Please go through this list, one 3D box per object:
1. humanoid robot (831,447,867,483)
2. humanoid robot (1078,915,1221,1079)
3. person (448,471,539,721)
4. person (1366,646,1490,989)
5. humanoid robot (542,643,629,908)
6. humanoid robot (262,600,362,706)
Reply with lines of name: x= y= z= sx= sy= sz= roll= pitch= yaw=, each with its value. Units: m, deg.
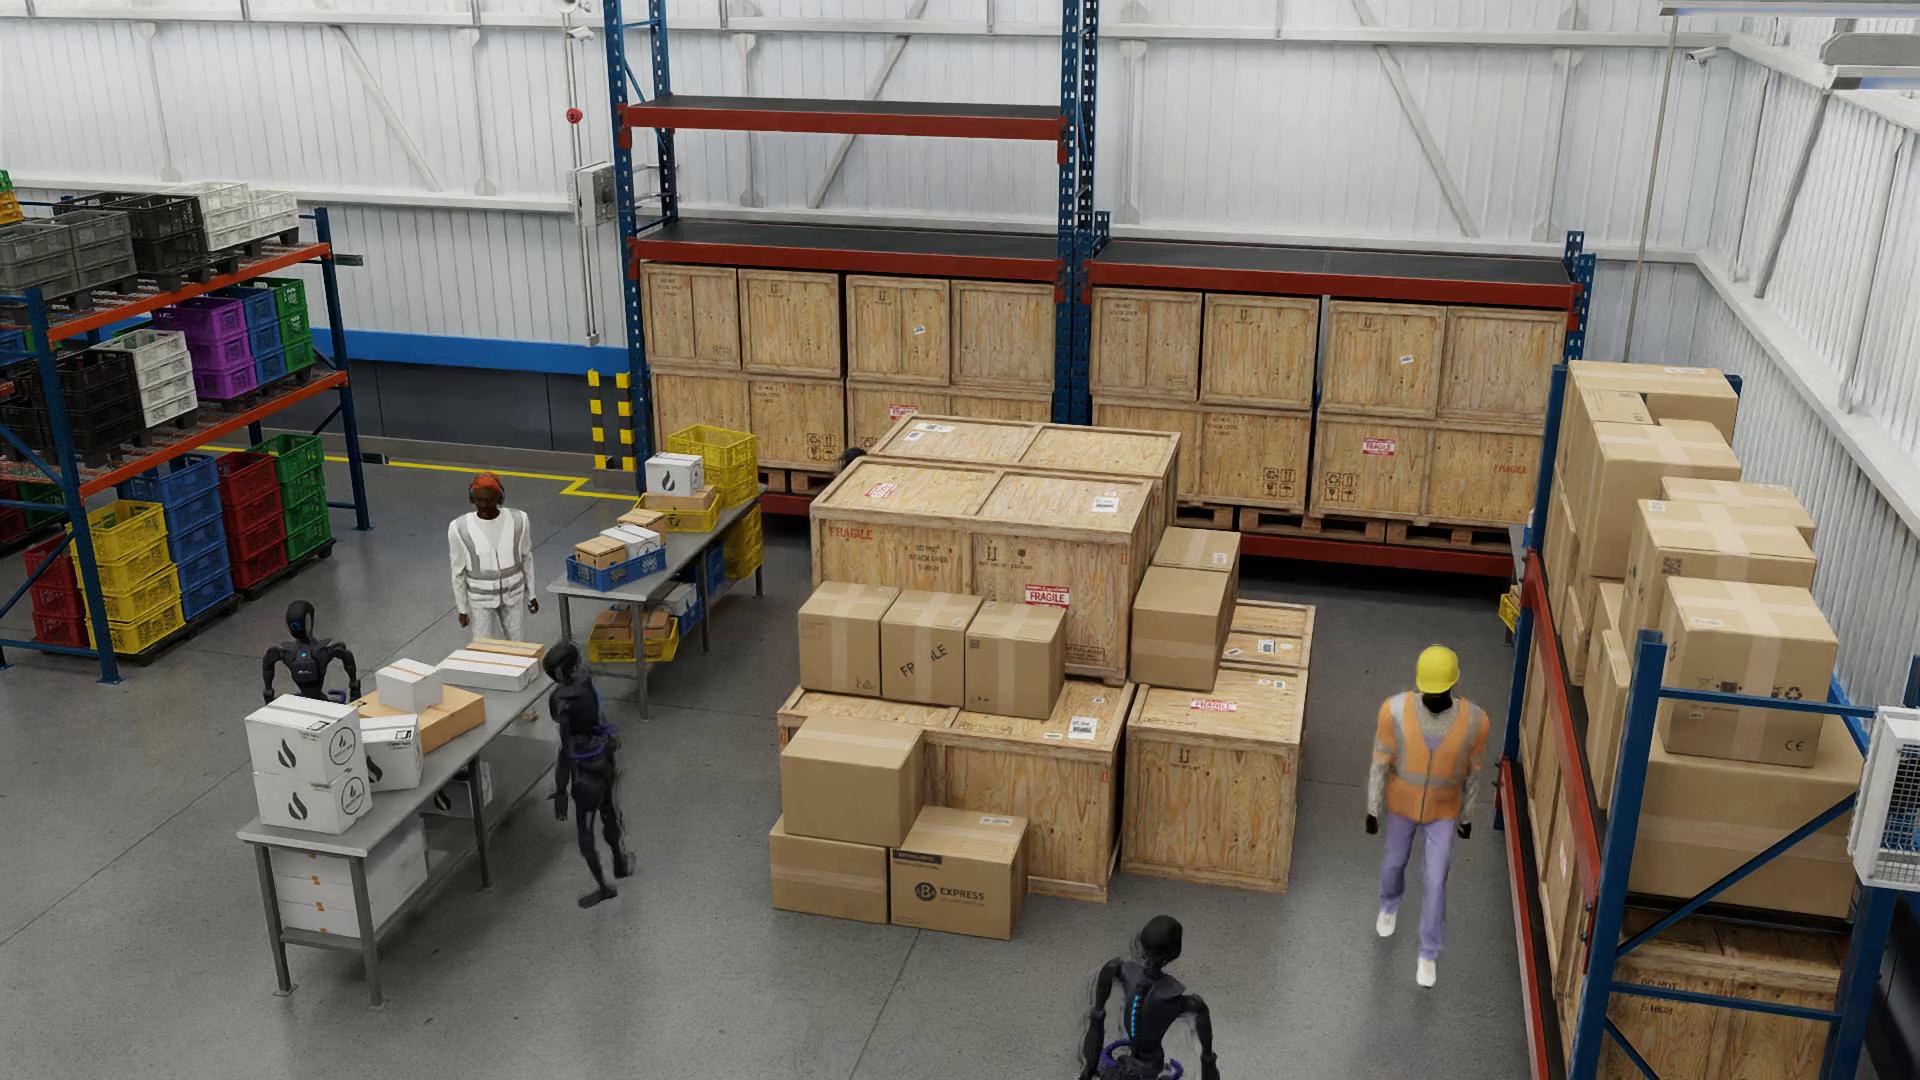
humanoid robot: x=-0.810 y=0.095 z=12.838 sx=0.671 sy=1.637 sz=0.504 roll=17 pitch=27 yaw=38
humanoid robot: x=0.823 y=2.298 z=7.075 sx=0.630 sy=1.638 sz=0.655 roll=17 pitch=27 yaw=37
person: x=-3.255 y=0.417 z=11.695 sx=0.574 sy=1.881 sz=0.355 roll=-12 pitch=24 yaw=-28
person: x=2.519 y=1.431 z=9.044 sx=0.587 sy=1.932 sz=0.618 roll=6 pitch=22 yaw=16
humanoid robot: x=-2.173 y=1.304 z=9.690 sx=0.359 sy=1.634 sz=0.651 roll=2 pitch=21 yaw=4
humanoid robot: x=-3.886 y=1.138 z=10.076 sx=0.609 sy=1.657 sz=0.310 roll=-4 pitch=21 yaw=-11
